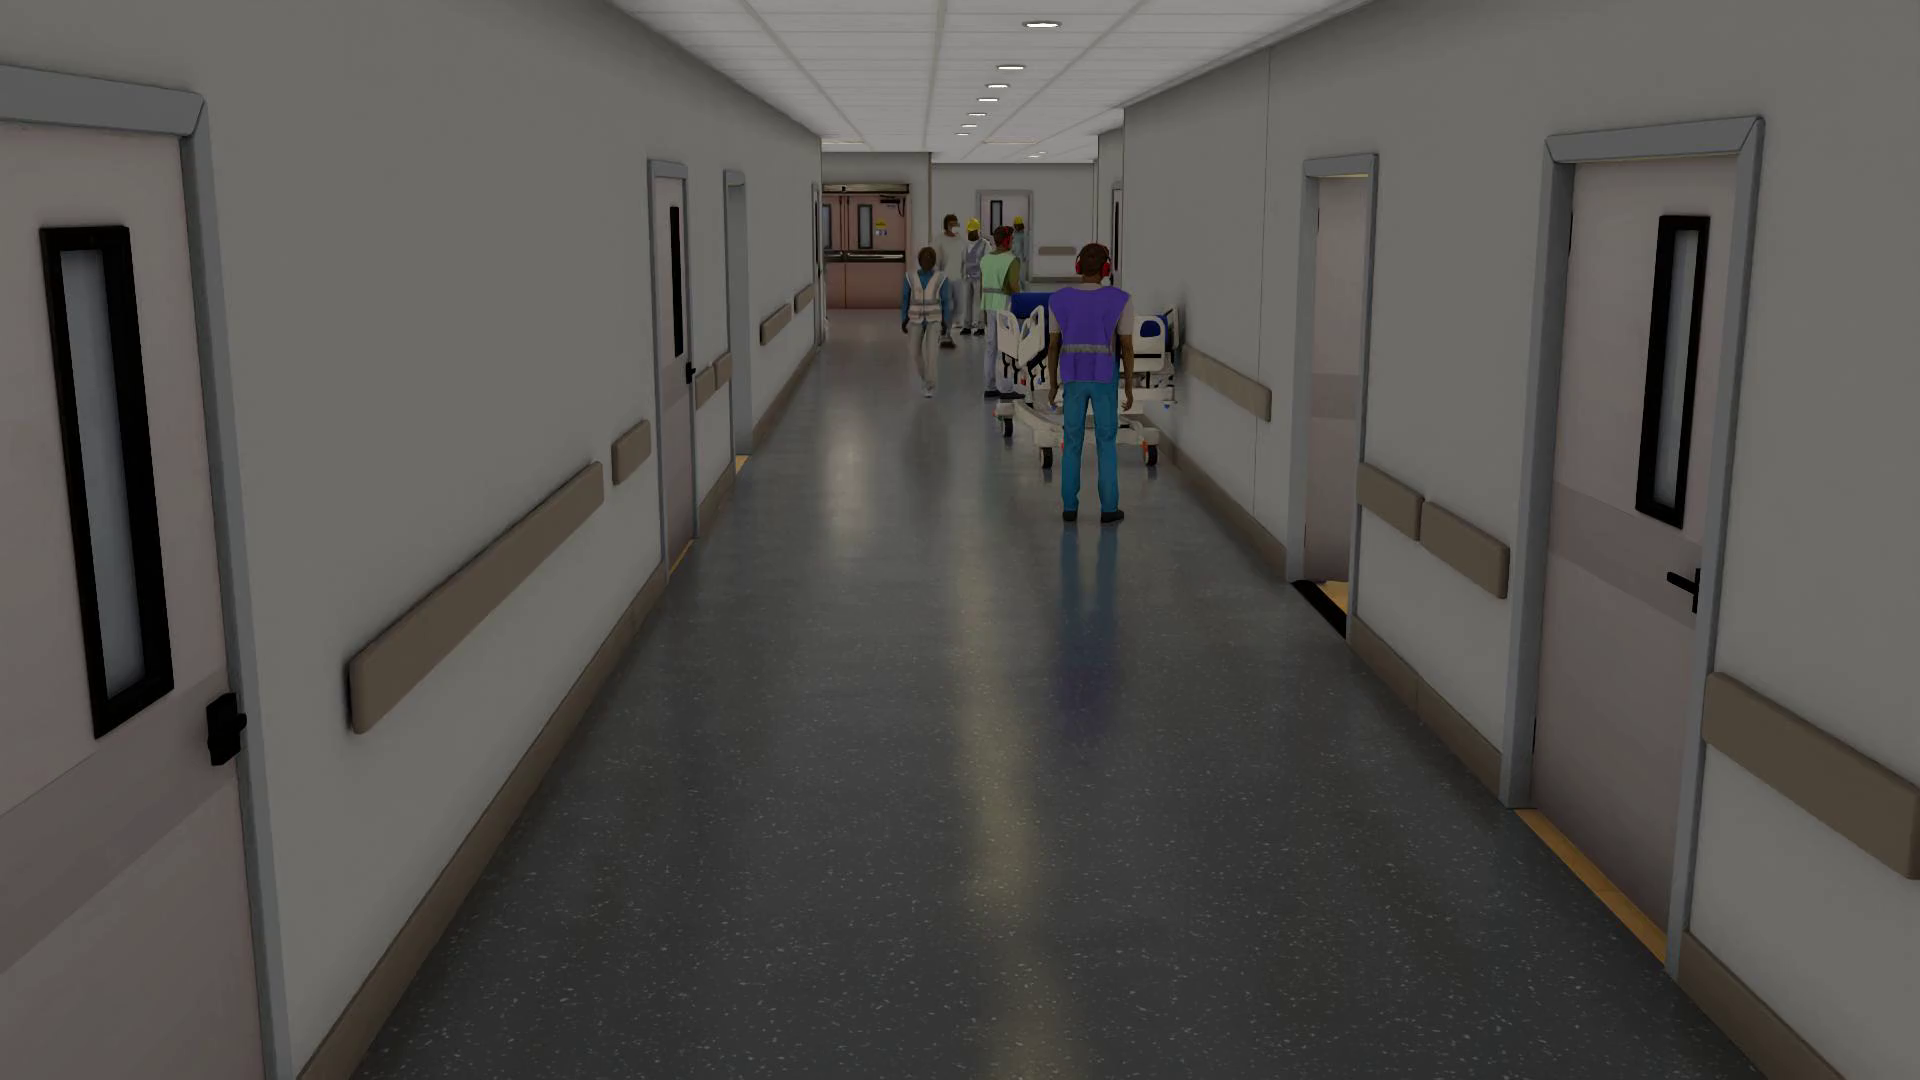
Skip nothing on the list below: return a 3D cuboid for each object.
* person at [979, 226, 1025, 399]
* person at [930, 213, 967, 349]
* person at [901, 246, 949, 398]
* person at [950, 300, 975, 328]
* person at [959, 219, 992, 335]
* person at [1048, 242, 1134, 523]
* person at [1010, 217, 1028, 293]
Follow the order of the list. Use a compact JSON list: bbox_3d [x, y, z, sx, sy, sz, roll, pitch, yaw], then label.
[{"bbox_3d":[0.434,-2.432,17.821,0.379,1.844,0.570,-10,15,-40],"label":"person"},{"bbox_3d":[-0.169,-3.710,23.876,0.633,1.926,0.495,-8,14,-35],"label":"person"},{"bbox_3d":[-0.368,-2.379,18.102,0.529,1.620,0.571,2,12,8],"label":"person"},{"bbox_3d":[-0.038,-4.318,27.594,0.644,1.605,0.397,-11,16,-43],"label":"person"},{"bbox_3d":[0.213,-4.130,26.163,0.591,1.824,0.403,8,14,33],"label":"person"},{"bbox_3d":[0.860,-1.028,10.983,0.570,1.843,0.373,3,12,13],"label":"person"},{"bbox_3d":[1.283,-6.391,37.389,0.500,1.717,0.587,9,15,38],"label":"person"}]
